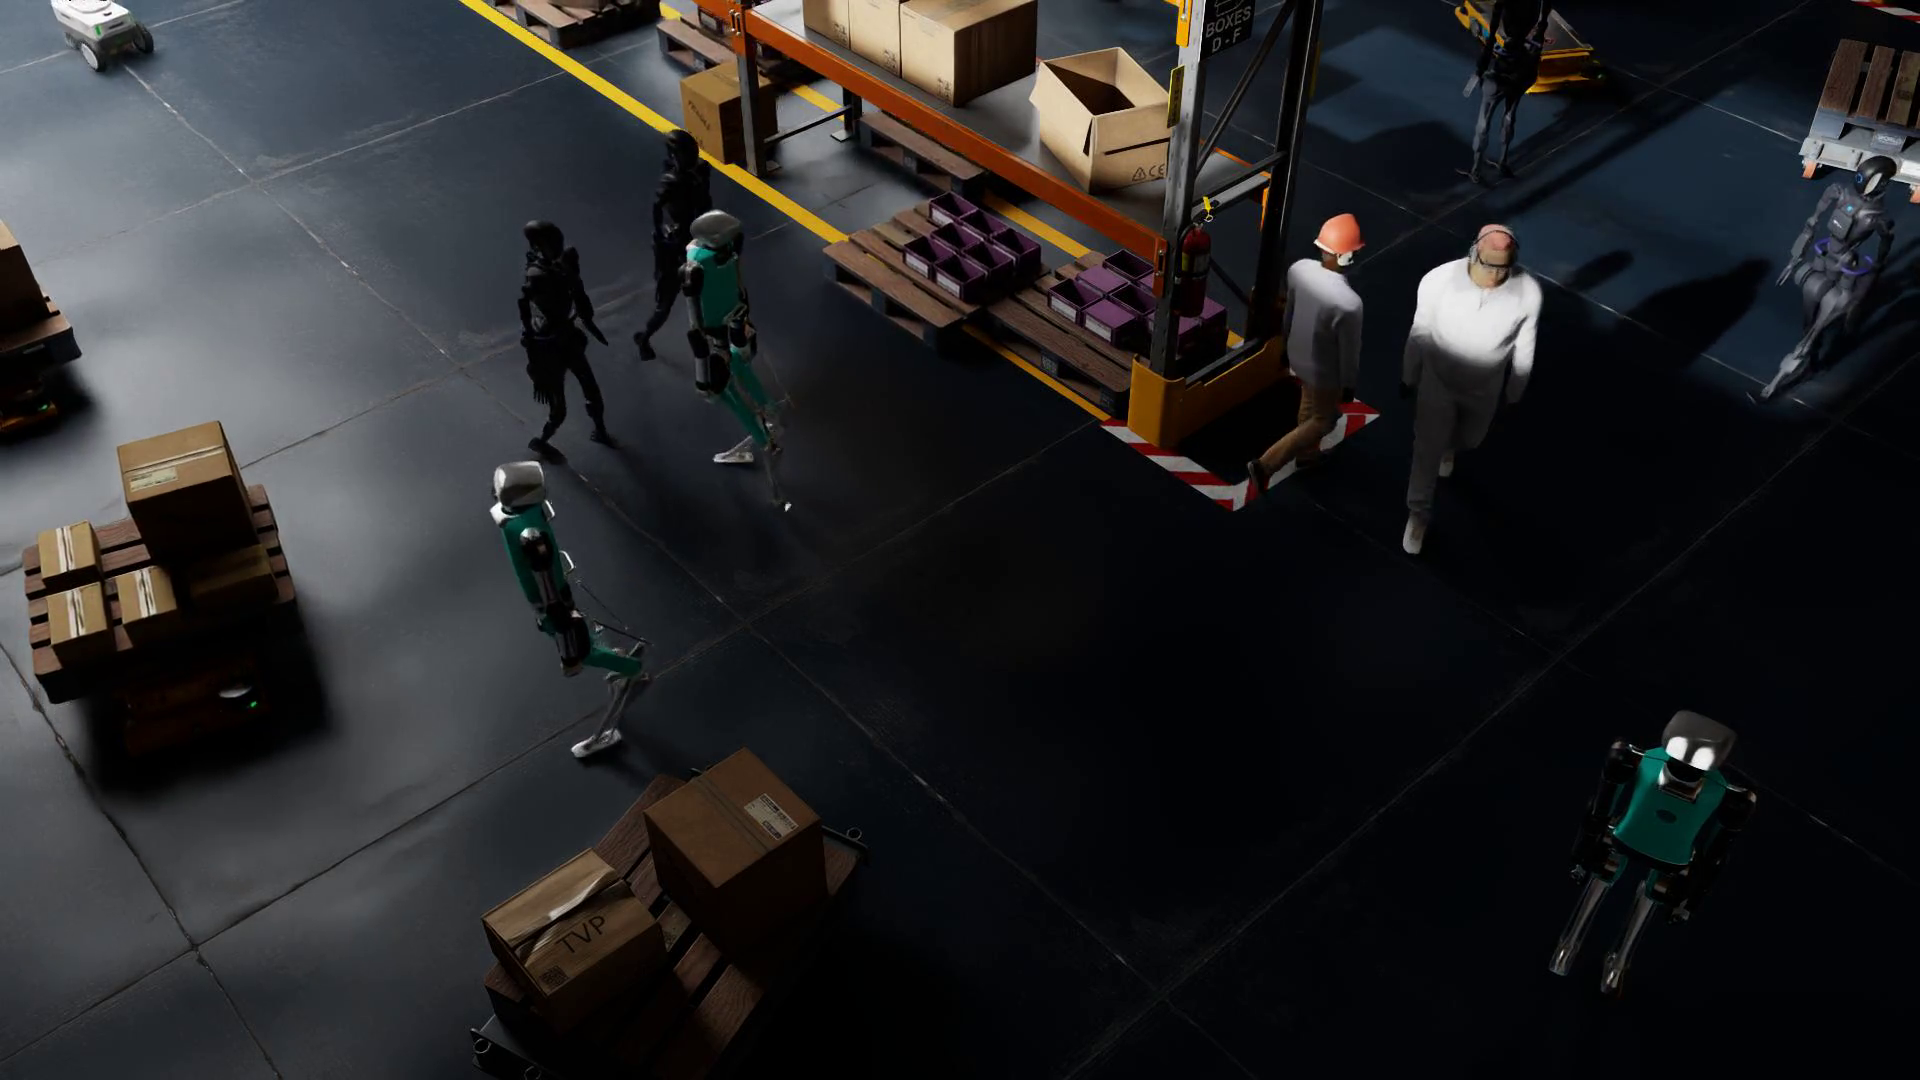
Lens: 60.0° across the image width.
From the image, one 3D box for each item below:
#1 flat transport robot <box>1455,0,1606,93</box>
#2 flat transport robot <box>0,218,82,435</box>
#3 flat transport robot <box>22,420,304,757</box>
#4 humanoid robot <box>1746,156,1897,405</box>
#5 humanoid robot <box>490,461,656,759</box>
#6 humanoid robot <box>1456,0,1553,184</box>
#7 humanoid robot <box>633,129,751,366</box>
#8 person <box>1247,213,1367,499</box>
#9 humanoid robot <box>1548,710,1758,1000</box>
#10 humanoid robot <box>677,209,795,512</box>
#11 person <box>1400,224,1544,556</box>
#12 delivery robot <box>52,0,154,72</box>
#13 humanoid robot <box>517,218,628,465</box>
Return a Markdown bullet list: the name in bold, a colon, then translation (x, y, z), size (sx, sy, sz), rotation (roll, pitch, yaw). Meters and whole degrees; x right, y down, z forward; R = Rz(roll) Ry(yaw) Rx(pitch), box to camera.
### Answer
- **flat transport robot**: translation (4.622, -4.064, 13.515), size (0.659, 0.231, 1.431), rotation (-7, 43, -8)
- **flat transport robot**: translation (-6.133, -1.051, 10.238), size (0.659, 0.231, 1.431), rotation (-29, 50, -28)
- **flat transport robot**: translation (-4.035, 0.469, 8.584), size (0.659, 0.231, 1.431), rotation (-18, 46, -19)
- **humanoid robot**: translation (5.062, -1.516, 9.723), size (0.766, 1.628, 0.603), rotation (-16, 45, -17)
- **humanoid robot**: translation (-1.700, 0.362, 7.675), size (0.654, 1.873, 0.556), rotation (-20, 46, -21)
- **humanoid robot**: translation (3.840, -3.310, 11.652), size (0.613, 1.652, 0.308), rotation (-20, 46, -21)
- **humanoid robot**: translation (-1.696, -1.749, 10.003), size (0.756, 1.640, 0.608), rotation (20, 46, 21)
- **person**: translation (1.919, -0.987, 9.086), size (0.647, 1.727, 0.569), rotation (-16, 45, -17)
- **humanoid robot**: translation (2.761, 1.182, 6.649), size (0.531, 1.694, 0.714), rotation (22, 47, 22)
- **humanoid robot**: translation (-1.095, -0.910, 9.048), size (0.793, 1.841, 0.544), rotation (16, 45, 16)
- **person**: translation (2.686, -0.881, 8.873), size (0.656, 1.873, 0.876), rotation (7, 43, 7)
- **delivery robot**: translation (-6.948, -4.152, 13.413), size (0.815, 0.614, 0.499), rotation (29, 50, 28)
- **humanoid robot**: translation (-2.277, -1.115, 9.285), size (0.443, 1.635, 0.602), rotation (16, 45, 17)
